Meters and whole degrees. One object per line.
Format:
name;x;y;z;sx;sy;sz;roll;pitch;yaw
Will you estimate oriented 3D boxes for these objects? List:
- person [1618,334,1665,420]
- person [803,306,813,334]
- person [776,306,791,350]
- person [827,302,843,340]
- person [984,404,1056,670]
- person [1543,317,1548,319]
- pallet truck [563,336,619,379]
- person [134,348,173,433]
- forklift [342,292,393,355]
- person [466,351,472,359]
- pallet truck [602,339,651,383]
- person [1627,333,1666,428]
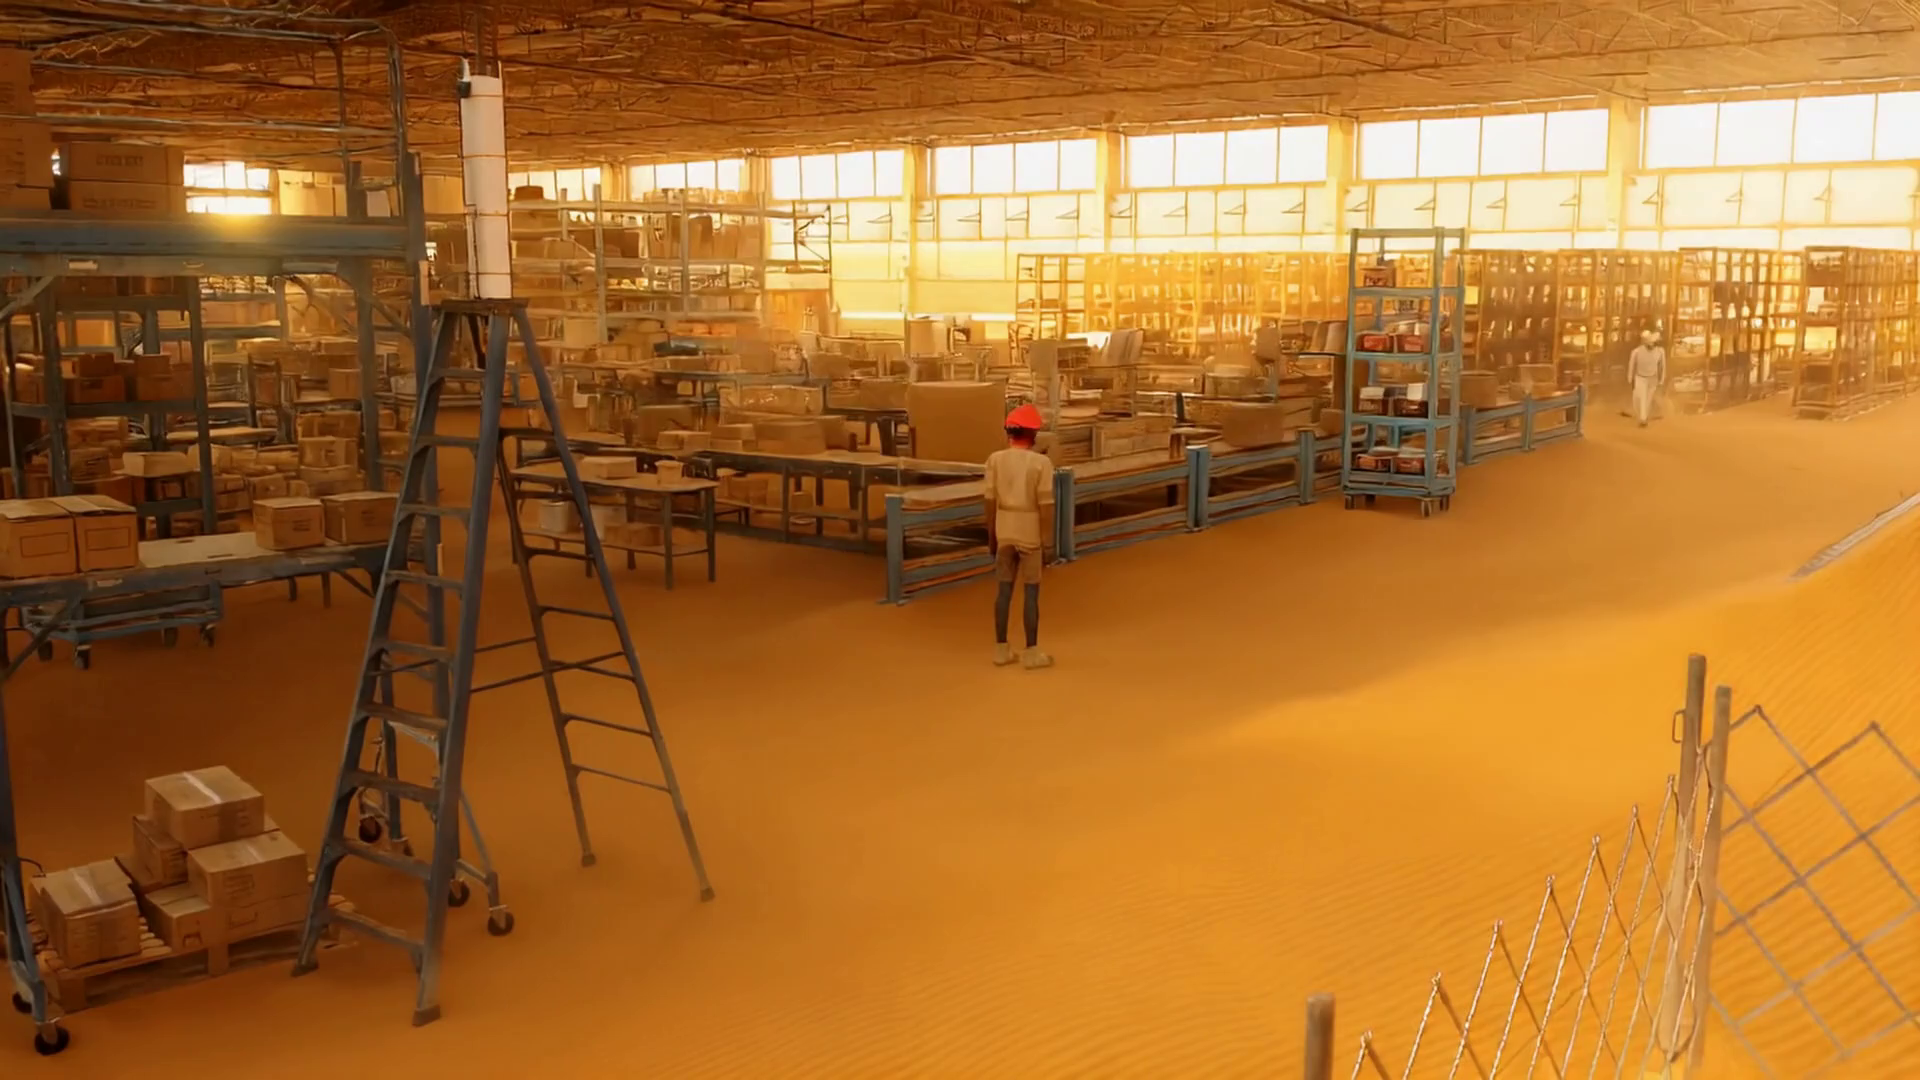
person;14.234;-3.373;34.513;0.947;1.781;0.615;9;13;44
person;-6.030;-8.372;65.758;0.322;1.765;0.533;-8;12;-39
person;-5.910;-6.821;55.483;0.624;1.962;0.629;5;11;31
person;-4.762;-8.112;63.570;0.618;1.943;0.396;-3;9;-15
person;0.484;-0.026;12.795;0.614;2.041;0.389;6;11;34
person;19.244;-6.600;54.507;0.753;1.817;0.610;6;11;33
pallet truck;-10.690;-5.294;48.215;1.601;1.201;0.680;-5;10;-26
person;-14.199;-2.497;29.137;0.626;1.744;0.534;-8;12;-41
forklift;-16.485;-5.622;45.120;1.129;2.768;1.873;7;11;37
person;-14.228;-5.660;48.447;1.034;1.882;0.650;-7;12;-38
pallet truck;-8.991;-4.871;45.351;0.653;1.274;1.630;7;11;37
person;13.522;-3.120;32.672;0.676;1.852;0.976;1;9;6
